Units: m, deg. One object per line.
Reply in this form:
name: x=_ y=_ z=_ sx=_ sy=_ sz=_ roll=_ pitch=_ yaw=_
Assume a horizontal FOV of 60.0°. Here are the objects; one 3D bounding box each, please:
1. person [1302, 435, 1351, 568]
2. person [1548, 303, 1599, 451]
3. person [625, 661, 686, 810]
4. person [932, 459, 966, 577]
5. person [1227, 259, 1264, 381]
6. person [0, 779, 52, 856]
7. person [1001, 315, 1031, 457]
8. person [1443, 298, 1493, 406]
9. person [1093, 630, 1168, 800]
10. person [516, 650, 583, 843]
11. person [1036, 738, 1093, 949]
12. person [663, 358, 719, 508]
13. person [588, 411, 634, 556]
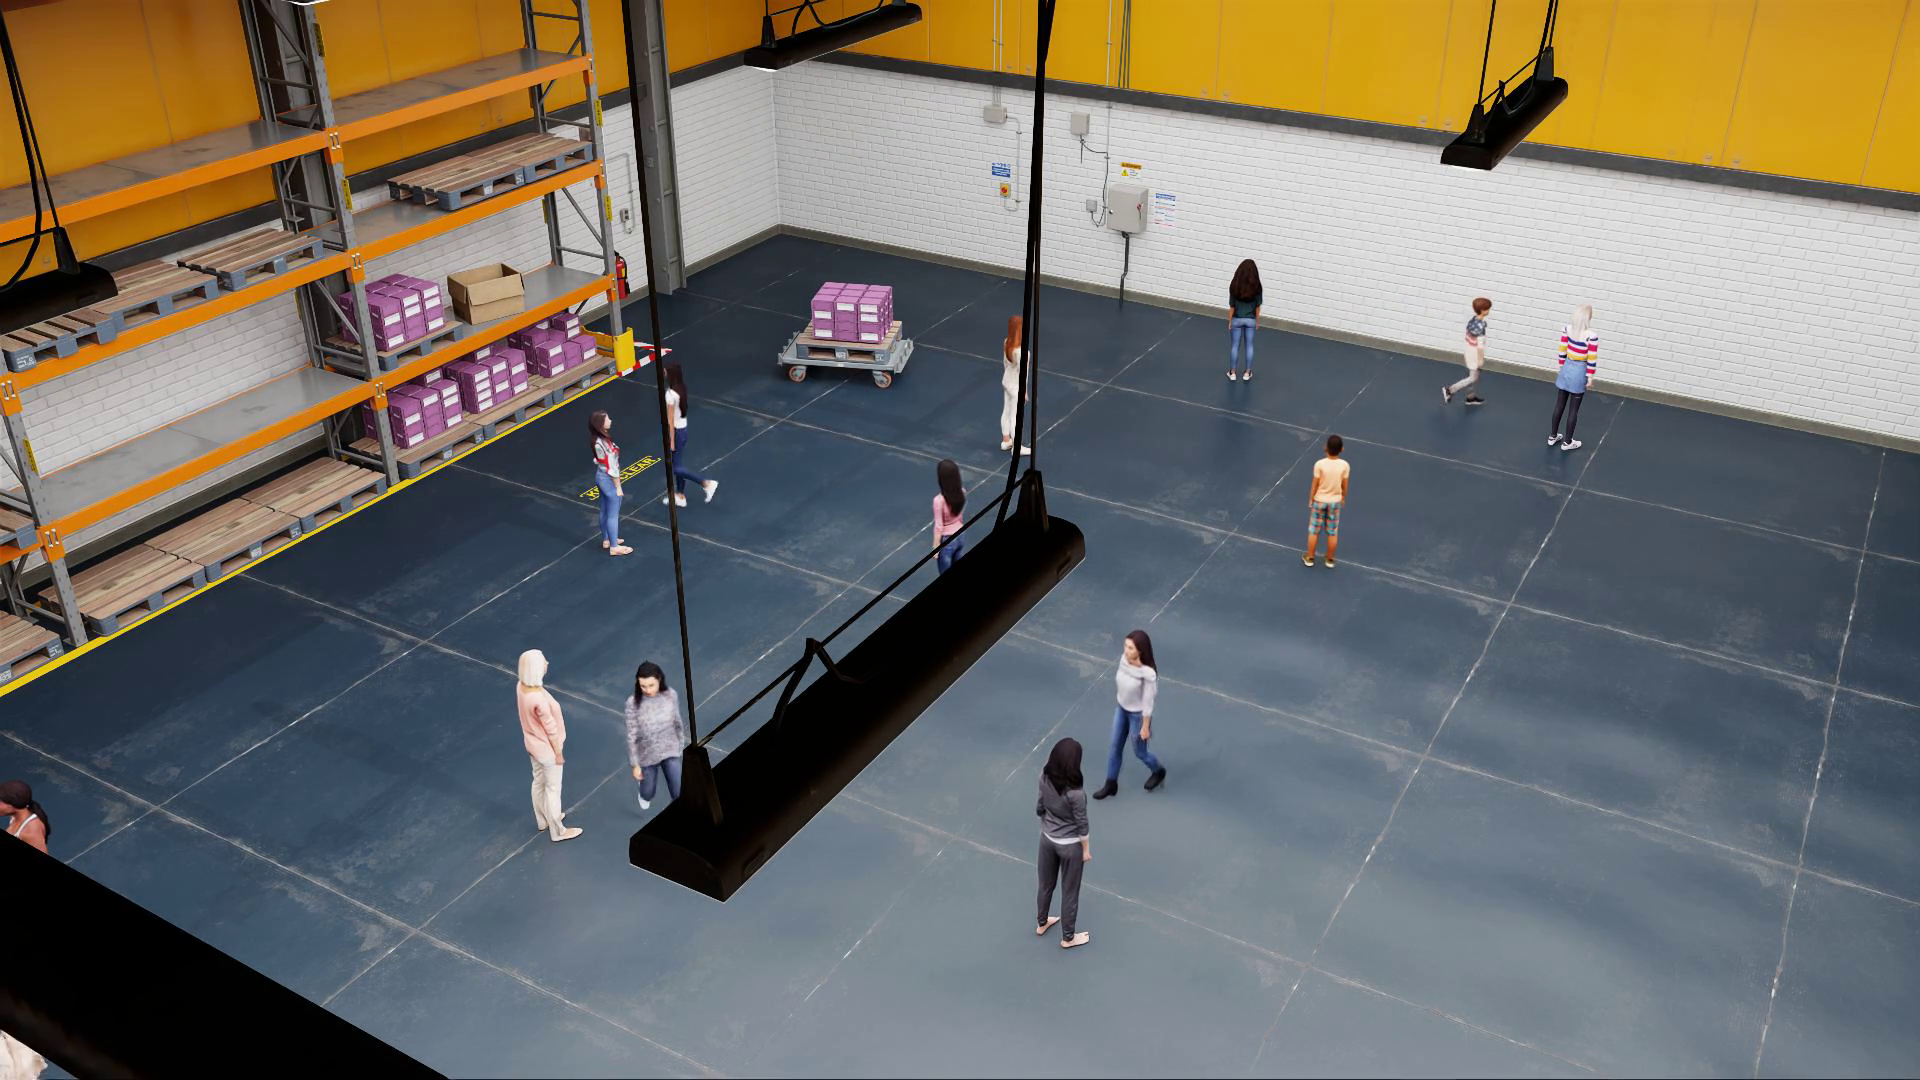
person: x=3.792 y=-0.403 z=17.167 sx=0.592 sy=1.460 sz=0.613 roll=0 pitch=29 yaw=0
person: x=7.244 y=-1.949 z=19.636 sx=0.683 sy=1.809 sz=0.723 roll=-18 pitch=34 yaw=-30
person: x=-2.426 y=1.652 z=13.133 sx=1.019 sy=1.715 sz=1.005 roll=-15 pitch=32 yaw=-25
person: x=-0.110 y=0.014 z=16.108 sx=0.663 sy=1.742 sz=0.472 roll=21 pitch=35 yaw=33
person: x=3.668 y=-2.848 z=21.485 sx=0.694 sy=1.617 sz=0.718 roll=3 pitch=29 yaw=5
person: x=-6.436 y=2.402 z=11.716 sx=0.605 sy=1.755 sz=0.620 roll=-23 pitch=36 yaw=-36
person: x=0.632 y=-1.815 z=19.492 sx=0.725 sy=1.713 sz=0.687 roll=-12 pitch=31 yaw=-21
person: x=6.350 y=-2.319 z=20.715 sx=0.849 sy=1.425 sz=0.852 roll=-2 pitch=29 yaw=-4
person: x=1.490 y=1.428 z=13.652 sx=1.014 sy=1.611 sz=0.884 roll=-15 pitch=32 yaw=-26
person: x=-3.310 y=1.616 z=13.188 sx=0.635 sy=1.725 sz=0.665 roll=-22 pitch=36 yaw=-35
person: x=0.740 y=2.192 z=12.090 sx=0.640 sy=1.764 sz=0.576 roll=23 pitch=36 yaw=36
person: x=-3.001 y=-1.138 z=18.197 sx=0.914 sy=1.763 sz=0.928 roll=0 pitch=29 yaw=1
person: x=-3.687 y=-0.615 z=17.394 sx=0.668 sy=1.614 sz=0.667 roll=-16 pitch=33 yaw=-27
